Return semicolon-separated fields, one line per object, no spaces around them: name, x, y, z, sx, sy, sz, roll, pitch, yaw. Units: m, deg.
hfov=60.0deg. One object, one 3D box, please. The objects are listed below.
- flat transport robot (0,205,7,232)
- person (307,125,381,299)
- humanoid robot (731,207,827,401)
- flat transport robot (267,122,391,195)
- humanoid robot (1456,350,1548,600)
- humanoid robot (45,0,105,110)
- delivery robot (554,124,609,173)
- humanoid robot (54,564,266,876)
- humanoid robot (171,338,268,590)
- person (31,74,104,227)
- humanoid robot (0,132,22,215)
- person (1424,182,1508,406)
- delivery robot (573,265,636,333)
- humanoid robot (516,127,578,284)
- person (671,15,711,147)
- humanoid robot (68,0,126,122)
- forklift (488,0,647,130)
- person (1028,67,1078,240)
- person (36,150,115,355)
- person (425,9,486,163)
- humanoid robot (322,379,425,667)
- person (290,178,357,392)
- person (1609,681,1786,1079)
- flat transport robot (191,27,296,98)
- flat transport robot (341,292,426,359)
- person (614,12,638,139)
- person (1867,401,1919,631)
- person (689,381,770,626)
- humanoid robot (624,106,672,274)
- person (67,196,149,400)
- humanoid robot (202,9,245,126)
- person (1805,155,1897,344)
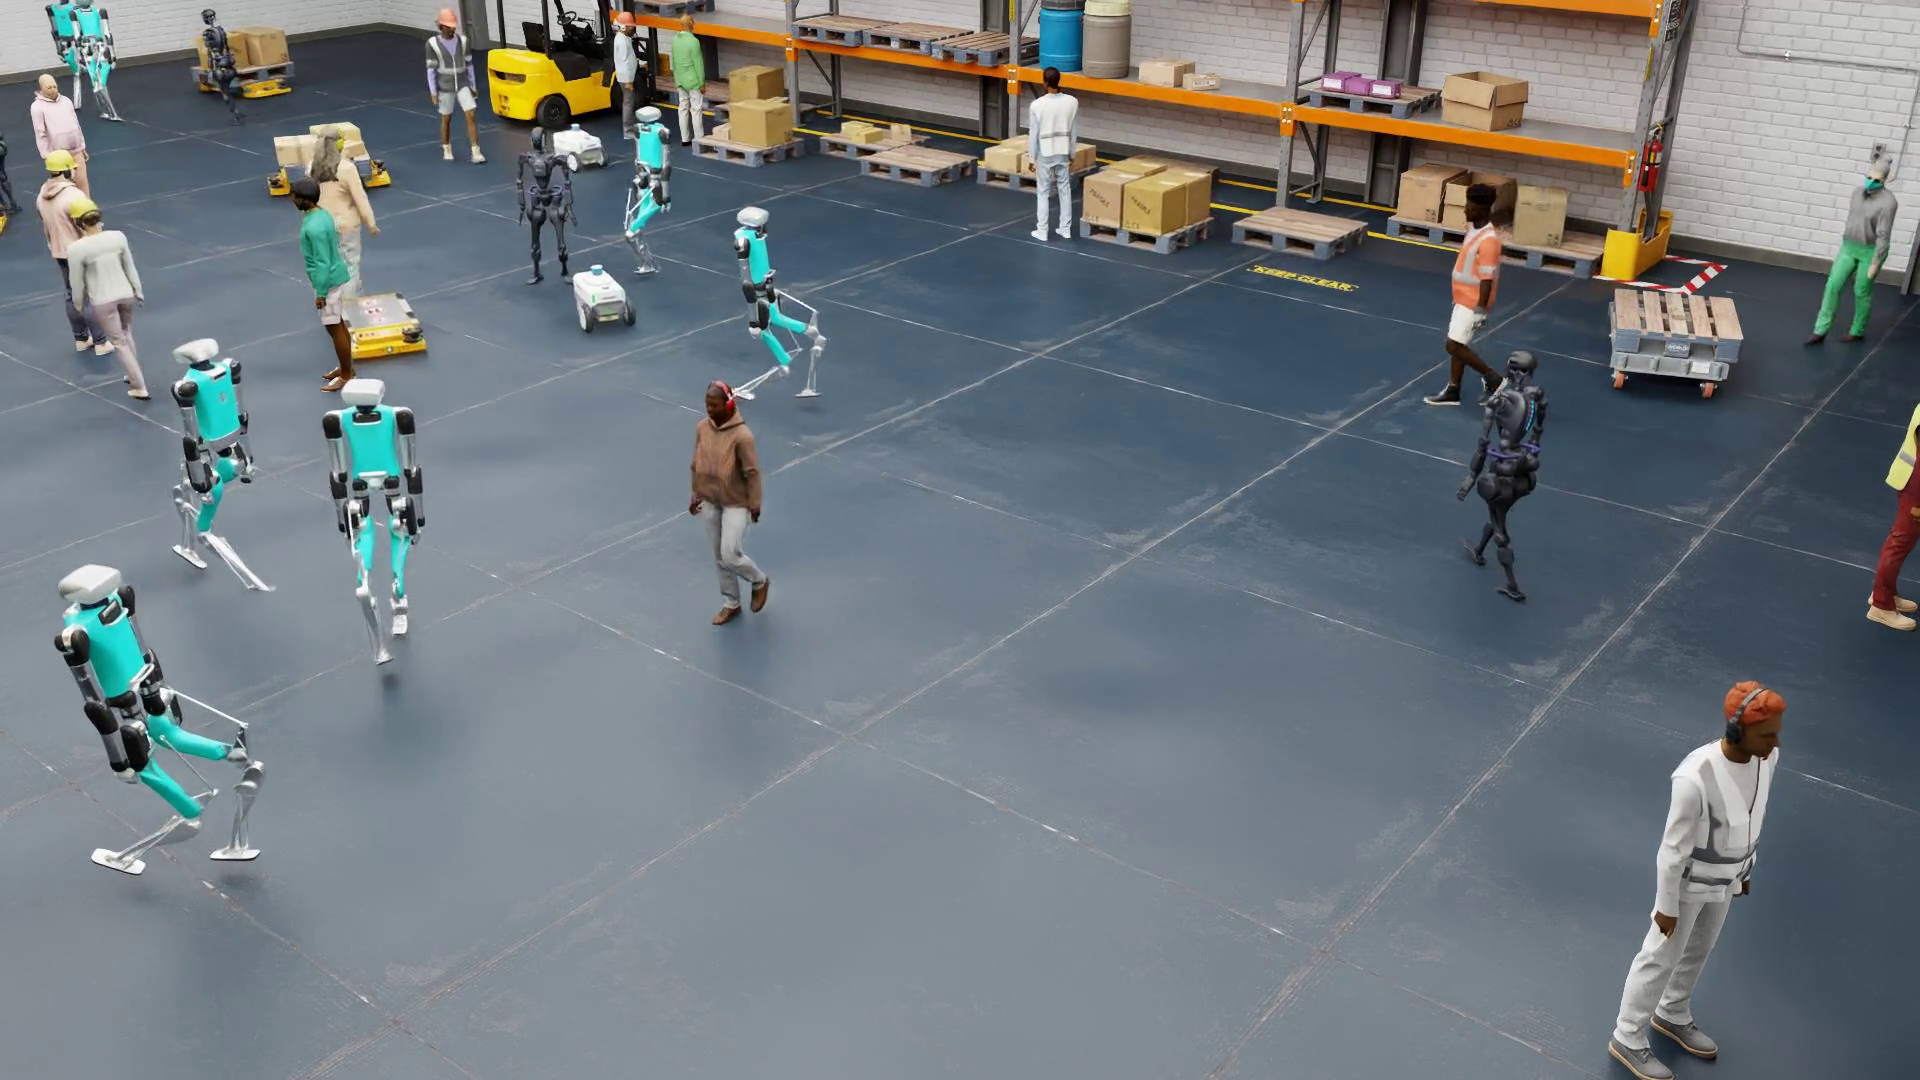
flat transport robot;-11.751;-3.593;19.011;1.431;0.231;0.659;-10;27;-19
person;-5.931;-3.111;16.193;0.583;1.853;0.740;10;28;20
humanoid robot;-1.475;-1.892;13.826;1.042;1.738;0.548;5;26;10
flat transport robot;-8.011;-4.597;21.090;1.431;0.231;0.659;-11;28;-21
humanoid robot;3.567;-0.467;10.961;0.597;1.630;0.755;-13;29;-25
humanoid robot;-13.454;-7.498;25.486;0.555;1.821;0.885;-2;26;-3
delivery robot;-5.033;-5.173;21.957;0.499;0.596;0.775;-23;34;-39
humanoid robot;-3.786;0.926;7.969;1.015;1.731;0.547;1;26;3
humanoid robot;-5.072;-0.489;10.959;1.017;1.788;0.533;8;27;17
person;-10.248;-4.418;18.991;0.409;1.775;0.537;15;30;28
humanoid robot;-11.472;-4.666;19.636;0.385;1.643;0.609;3;26;5
person;4.280;-2.008;13.802;0.554;1.948;0.619;3;26;6
delivery robot;-3.492;-2.362;16.124;0.499;0.586;0.782;-12;28;-24
humanoid robot;-4.233;-3.428;17.052;0.602;1.635;0.377;0;26;-1
person;-3.702;-6.287;22.852;0.535;1.782;0.383;18;31;33
humanoid robot;-12.726;-7.026;24.446;0.581;1.783;0.878;-5;26;-10
forklift;-5.874;-7.334;24.552;1.214;2.155;2.313;19;32;34
person;1.035;-4.313;18.621;0.591;1.911;0.390;-10;27;-19
person;-8.050;-2.604;15.143;0.790;1.859;0.439;15;30;28
person;-6.656;-5.959;21.938;0.631;1.996;0.965;-16;30;-30
humanoid robot;-3.484;-0.002;9.960;0.534;1.778;1.017;-5;26;-11
person;-5.448;-2.200;14.311;0.397;1.849;0.491;-6;26;-13
person;3.049;1.397;6.836;0.571;1.877;0.349;-16;30;-29
flat transport robot;-11.465;-7.293;26.674;1.431;0.231;0.659;16;30;30
flat transport robot;-5.545;-2.053;15.823;0.659;0.231;1.431;-12;28;-23
person;-4.669;-6.538;23.419;0.347;1.739;0.571;-5;26;-10
person;6.043;-0.309;10.488;0.378;1.768;0.466;15;30;28
person;-1.481;-0.225;10.458;0.463;1.640;0.391;16;30;30
humanoid robot;-3.327;-3.528;17.204;0.536;1.796;0.788;21;33;37
person;-7.280;-2.058;14.133;0.717;1.737;0.529;16;30;30
humanoid robot;-10.726;-6.864;24.177;0.348;1.644;0.611;4;26;9
person;8.239;-2.643;15.269;0.774;1.809;0.551;-13;29;-24
